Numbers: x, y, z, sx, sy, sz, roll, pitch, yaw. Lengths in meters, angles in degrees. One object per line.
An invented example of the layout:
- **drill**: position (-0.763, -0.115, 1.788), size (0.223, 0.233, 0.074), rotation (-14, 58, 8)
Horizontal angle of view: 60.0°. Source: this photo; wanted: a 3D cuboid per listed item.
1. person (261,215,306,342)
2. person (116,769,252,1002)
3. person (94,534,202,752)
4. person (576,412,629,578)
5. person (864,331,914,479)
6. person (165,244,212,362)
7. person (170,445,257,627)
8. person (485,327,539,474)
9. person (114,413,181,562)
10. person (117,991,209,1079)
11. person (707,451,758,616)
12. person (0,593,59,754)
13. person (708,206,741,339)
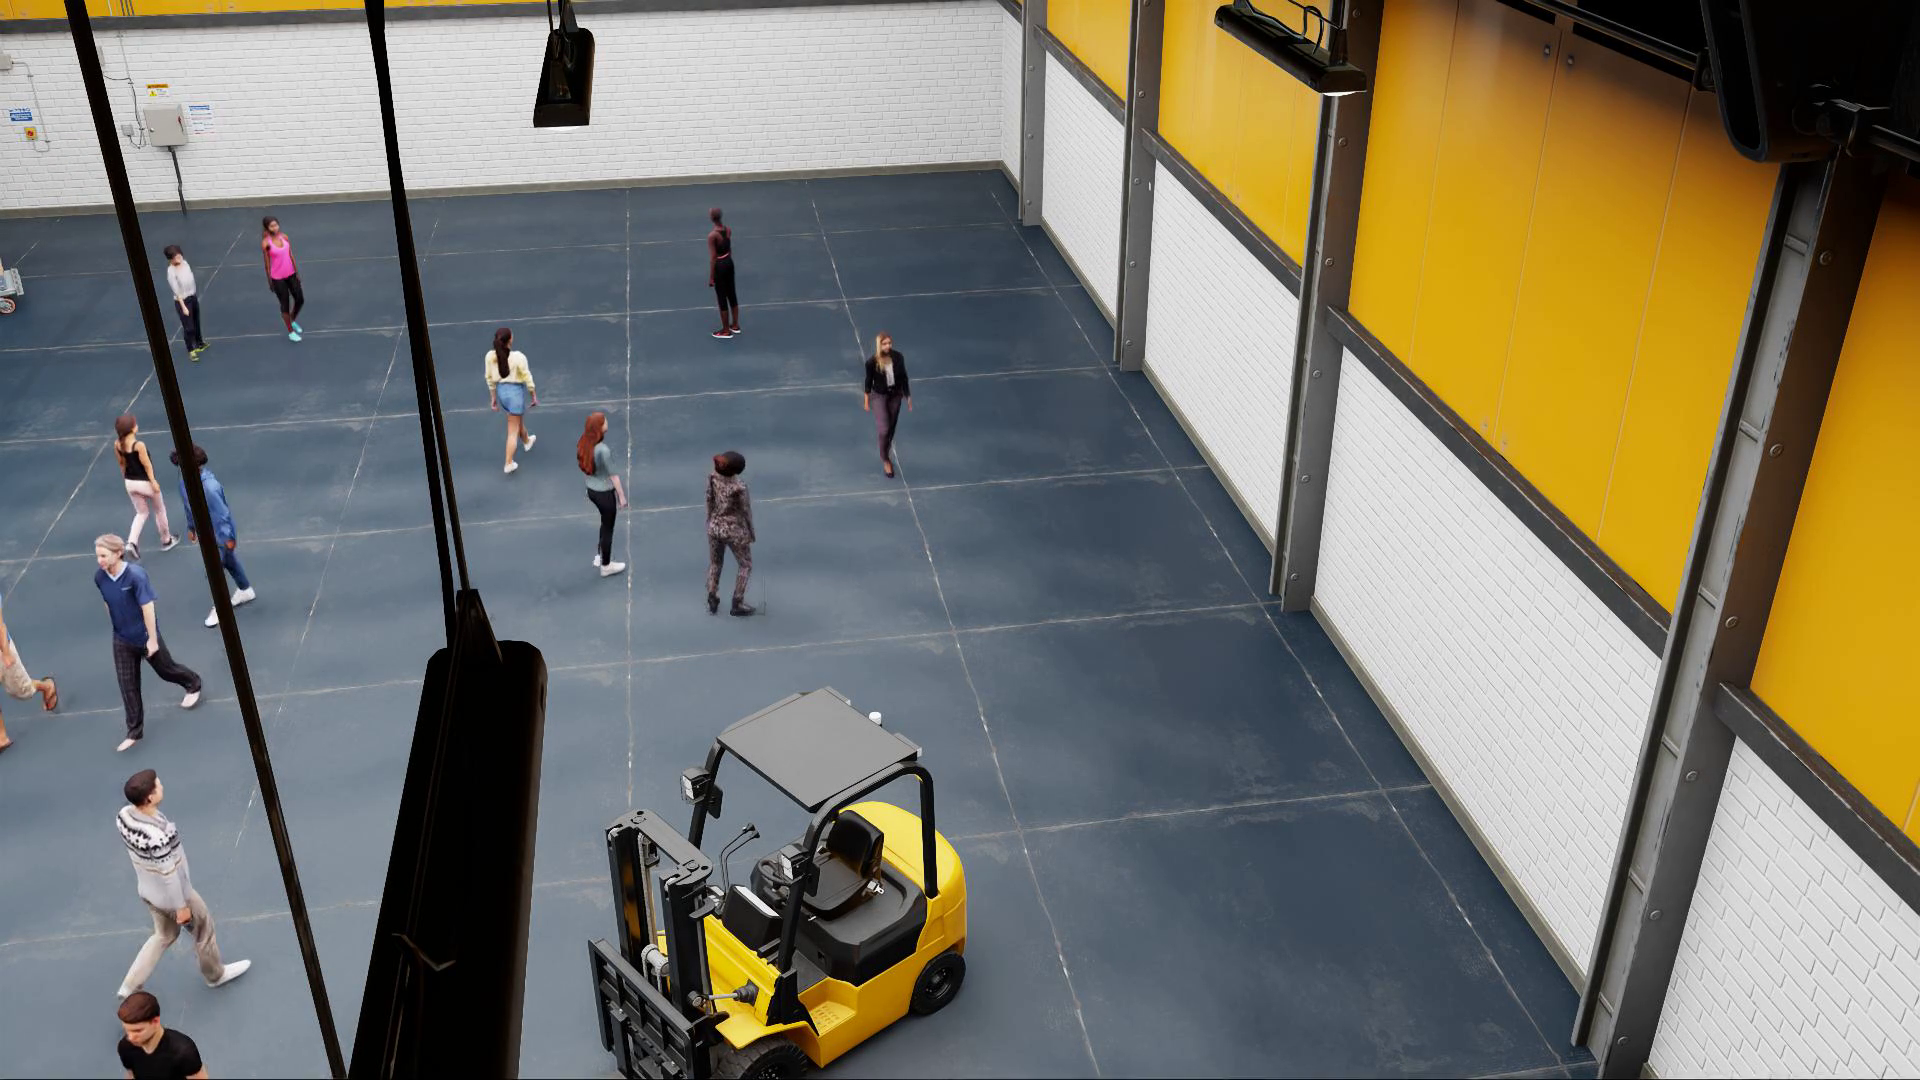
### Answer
- **person**: position (-8.864, -3.433, 21.681), size (0.797, 1.713, 0.740), rotation (23, 36, 35)
- **person**: position (-5.305, 2.346, 10.958), size (1.110, 1.836, 1.149), rotation (21, 35, 33)
- **person**: position (-6.788, 0.763, 13.868), size (0.932, 1.828, 1.271), rotation (5, 29, 8)
- **person**: position (-3.527, -0.405, 16.107), size (0.767, 1.734, 0.683), rotation (-25, 37, -38)
- **person**: position (-0.842, -1.551, 18.297), size (0.753, 1.649, 0.872), rotation (-15, 32, -26)
- **person**: position (-9.864, -3.071, 21.209), size (0.871, 1.529, 0.582), rotation (-1, 29, -2)
- **person**: position (-6.874, -0.107, 15.512), size (0.946, 1.780, 1.003), rotation (22, 36, 35)
- **person**: position (-4.957, -1.511, 18.292), size (0.915, 1.584, 1.228), rotation (4, 29, 8)
- **person**: position (-8.163, -0.509, 16.496), size (0.727, 1.544, 0.962), rotation (6, 29, 10)
- **person**: position (-4.318, 3.207, 9.360), size (0.859, 1.854, 0.925), rotation (7, 29, 13)
- **person**: position (-2.148, -0.056, 15.519), size (0.744, 1.684, 0.761), rotation (5, 29, 10)
- **person**: position (-7.934, 0.849, 13.693), size (0.835, 1.845, 1.132), rotation (3, 29, 6)
- **person**: position (-3.099, -3.520, 21.790), size (0.735, 1.761, 0.665), rotation (17, 33, 28)
